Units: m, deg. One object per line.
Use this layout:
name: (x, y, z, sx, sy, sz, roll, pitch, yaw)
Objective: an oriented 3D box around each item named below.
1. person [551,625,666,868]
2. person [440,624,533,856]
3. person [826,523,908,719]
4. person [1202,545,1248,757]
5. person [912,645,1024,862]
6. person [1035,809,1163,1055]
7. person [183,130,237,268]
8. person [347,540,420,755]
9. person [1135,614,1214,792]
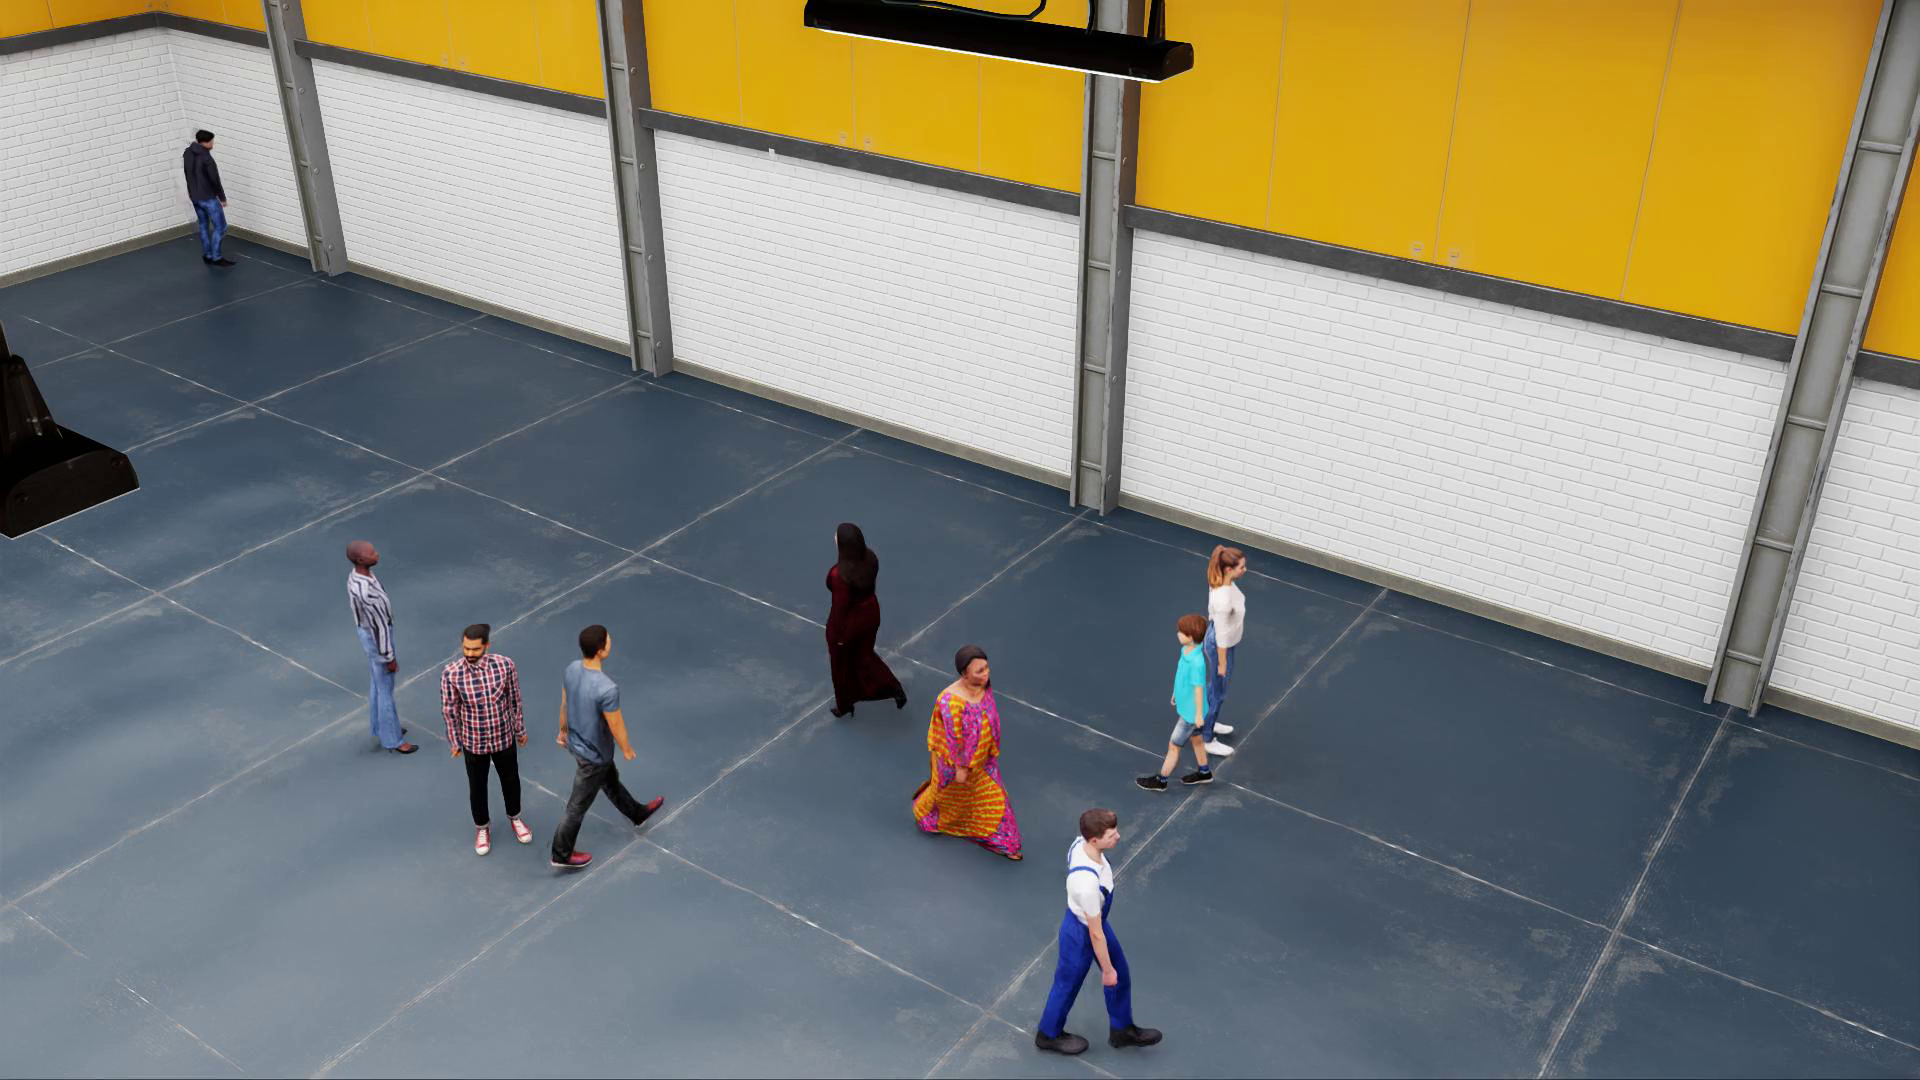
person: (-2.587, 1.446, 11.312, 0.929, 1.755, 1.175, -21, 35, -33)
person: (-3.266, 1.341, 11.500, 0.776, 1.760, 0.778, -12, 31, -20)
person: (-0.735, 0.660, 12.773, 0.869, 1.737, 0.687, 16, 33, 27)
person: (1.952, 0.810, 12.512, 0.674, 1.723, 0.688, 4, 29, 8)
person: (-0.004, 1.434, 11.448, 1.210, 1.648, 0.760, 24, 37, 37)
person: (0.633, 2.306, 9.670, 1.099, 1.818, 0.922, 4, 29, 7)
person: (-10.169, -4.589, 22.277, 0.599, 1.850, 0.937, 6, 29, 11)
person: (-4.372, 0.790, 12.474, 0.770, 1.794, 0.626, -16, 33, -27)
person: (1.757, 1.195, 12.119, 0.919, 1.424, 0.823, -2, 29, -4)
